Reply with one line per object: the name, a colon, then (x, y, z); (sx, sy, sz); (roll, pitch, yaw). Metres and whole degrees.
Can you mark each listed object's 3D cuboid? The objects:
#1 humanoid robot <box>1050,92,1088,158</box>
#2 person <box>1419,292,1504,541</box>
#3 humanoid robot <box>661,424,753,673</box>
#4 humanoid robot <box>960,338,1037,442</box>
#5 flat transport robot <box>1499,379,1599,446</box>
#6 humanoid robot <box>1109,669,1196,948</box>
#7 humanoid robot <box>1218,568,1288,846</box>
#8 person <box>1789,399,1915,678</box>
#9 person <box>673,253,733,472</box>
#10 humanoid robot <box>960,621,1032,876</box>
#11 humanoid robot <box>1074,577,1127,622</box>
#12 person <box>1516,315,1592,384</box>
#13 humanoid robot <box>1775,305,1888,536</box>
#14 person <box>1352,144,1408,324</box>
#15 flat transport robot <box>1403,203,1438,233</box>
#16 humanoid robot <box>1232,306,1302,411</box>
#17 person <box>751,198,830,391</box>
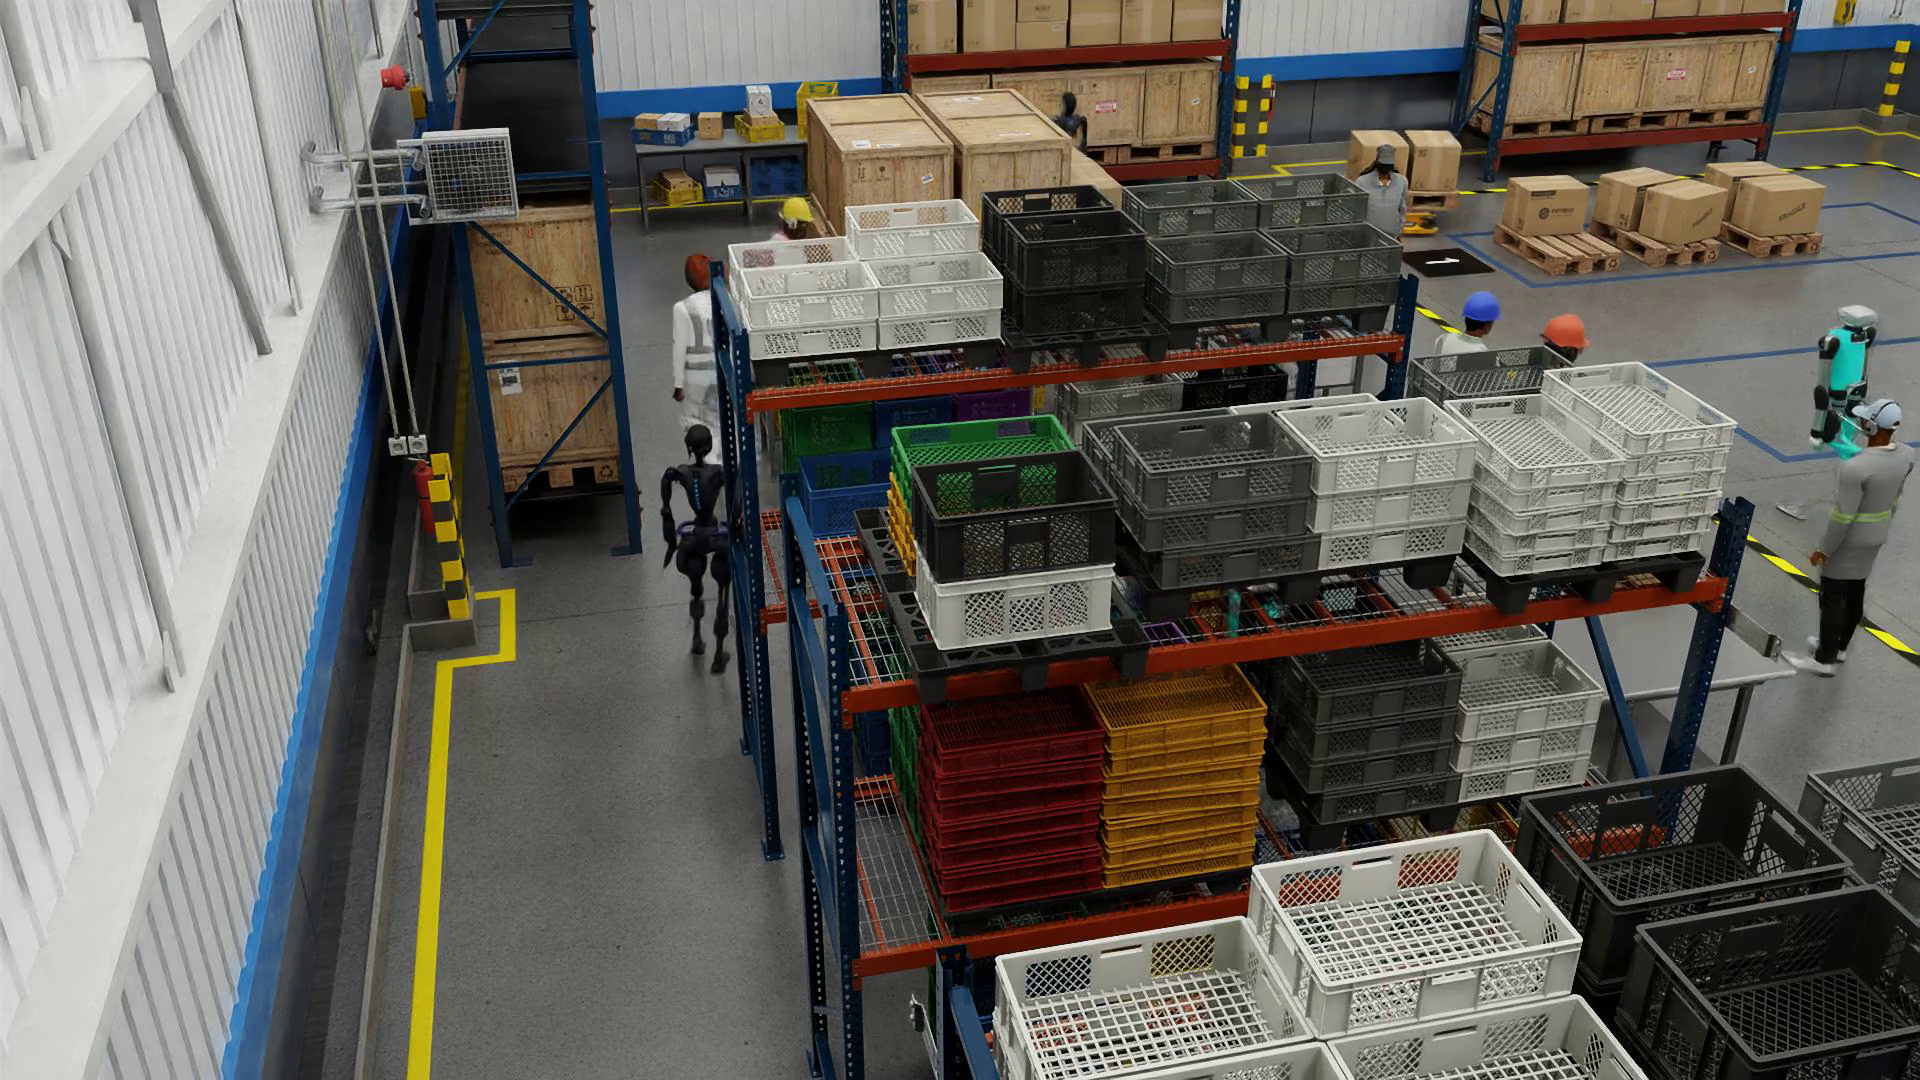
humanoid robot: (1.120, -4.159, 18.443); (0.653, 1.637, 0.424); (-11, 30, -20)
person: (3.565, -0.825, 11.812); (0.398, 1.943, 0.617); (-13, 31, -23)
humanoid robot: (-1.593, 0.049, 10.441); (0.602, 1.644, 0.378); (2, 28, 4)
humanoid robot: (0.300, -0.504, 11.321); (0.533, 1.691, 0.739); (-4, 28, -8)
flat transport robot: (4.780, -1.036, 14.013); (0.659, 0.231, 1.431); (-6, 28, -12)
humanoid robot: (0.951, 1.244, 8.181); (0.325, 1.642, 0.612); (-3, 28, -6)
humanoid robot: (1.717, 0.877, 8.817); (0.743, 1.777, 0.536); (-13, 31, -24)
person: (5.586, -0.002, 10.380); (0.606, 1.863, 0.488); (-14, 31, -25)
person: (-1.928, -1.265, 12.744); (0.615, 1.863, 0.464); (-24, 36, -37)
humanoid robot: (0.060, 1.106, 8.335); (0.753, 1.761, 0.538); (12, 30, 22)
humanoid robot: (0.960, 0.998, 8.590); (0.798, 1.780, 0.535); (4, 28, 7)
person: (3.906, -0.540, 11.186); (0.395, 2.035, 0.598); (-5, 28, -9)
humanoid robot: (6.526, -0.747, 11.976); (0.530, 1.775, 1.067); (-16, 32, -27)
person: (3.996, -2.943, 16.019); (0.574, 1.767, 0.397); (-4, 28, -7)
flat transport robot: (5.050, -3.862, 19.344); (0.652, 0.197, 1.431); (0, 28, -1)
humanoid robot: (2.297, -1.022, 12.491); (0.609, 1.646, 0.342); (12, 30, 21)
person: (-1.474, -2.064, 14.337); (0.907, 1.777, 0.596); (3, 28, 6)
